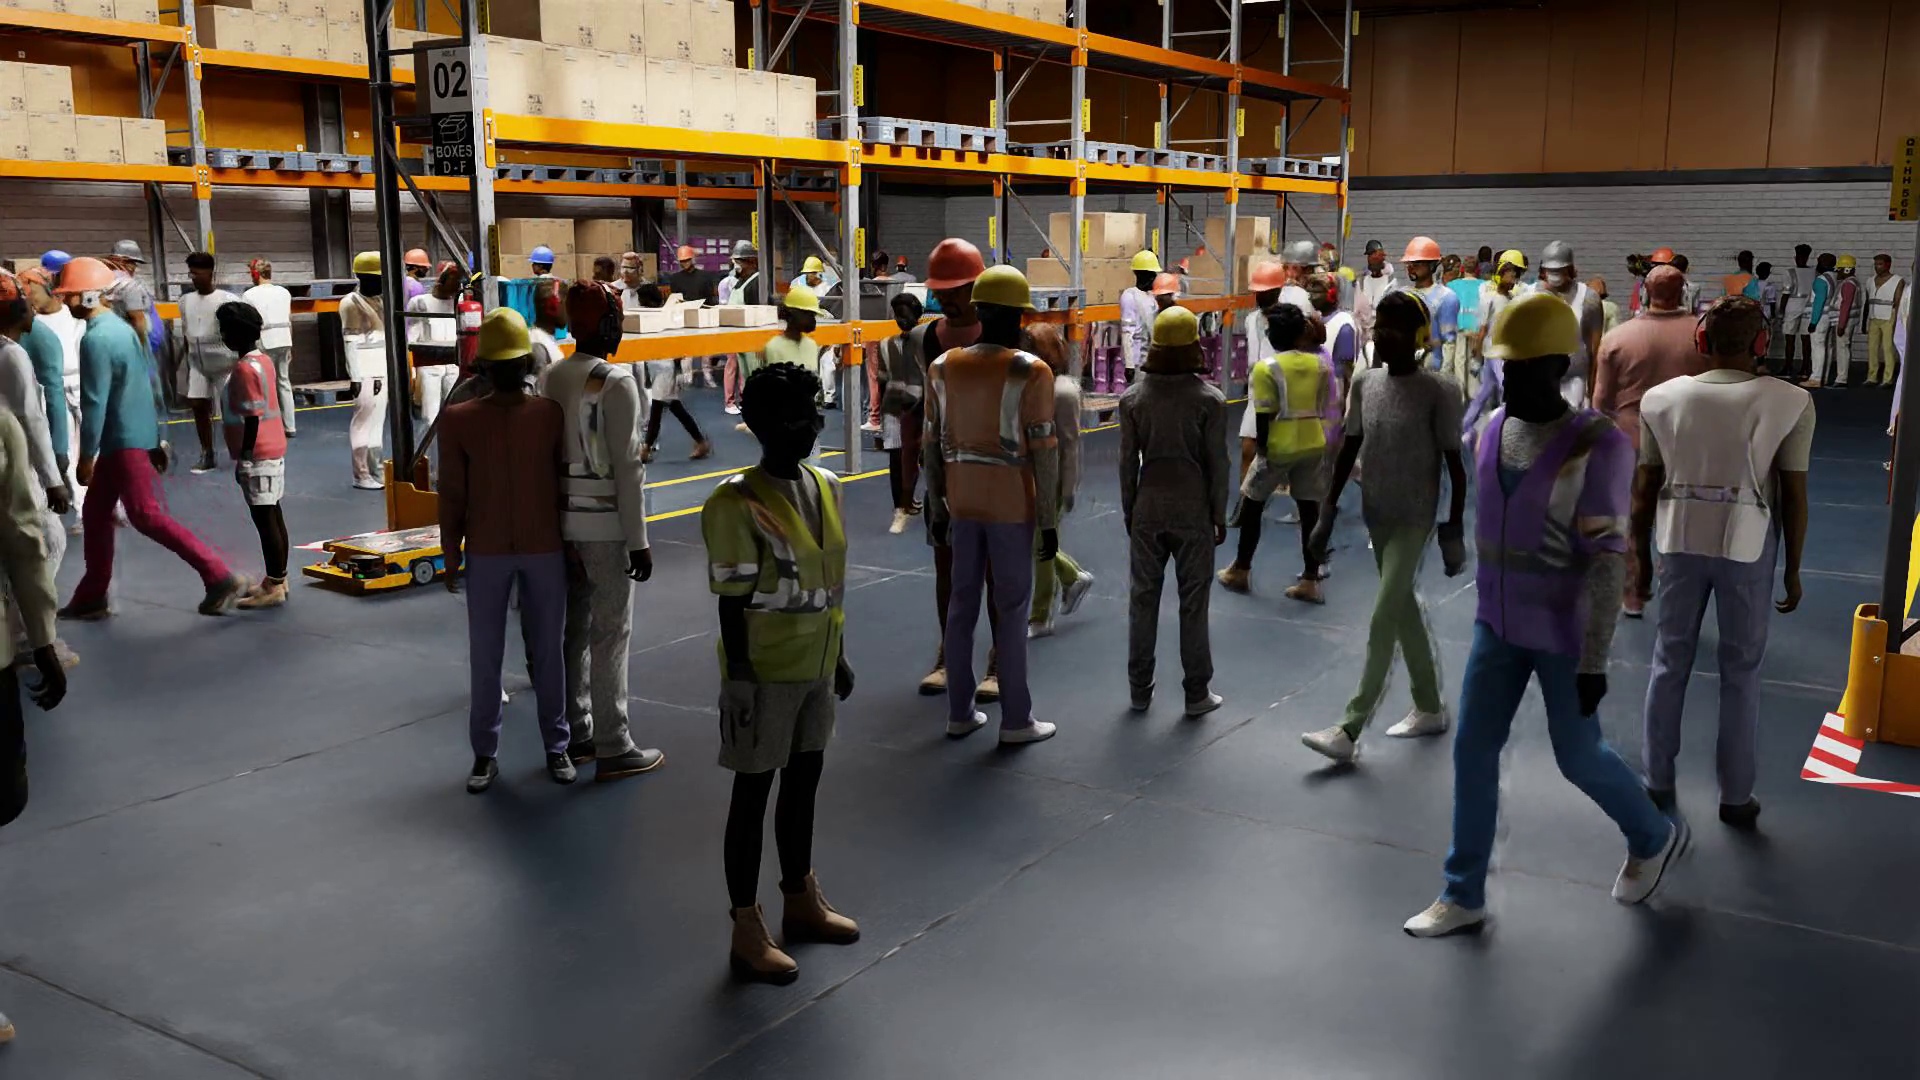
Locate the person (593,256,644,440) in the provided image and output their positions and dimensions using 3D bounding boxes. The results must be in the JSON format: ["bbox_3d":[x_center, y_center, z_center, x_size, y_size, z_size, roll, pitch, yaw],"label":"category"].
[{"bbox_3d":[-3.445,-1.854,16.427,1.016,1.875,0.600,-9,14,-40],"label":"person"}]

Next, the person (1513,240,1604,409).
[{"bbox_3d":[4.552,-1.298,12.825,0.699,2.000,0.539,5,12,27],"label":"person"}]

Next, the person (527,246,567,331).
[{"bbox_3d":[-4.498,-2.217,18.162,0.382,1.951,0.604,3,11,15],"label":"person"}]

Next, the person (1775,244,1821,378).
[{"bbox_3d":[12.304,-3.352,24.410,0.603,1.966,0.367,-1,10,-4],"label":"person"}]

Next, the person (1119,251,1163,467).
[{"bbox_3d":[1.640,-1.630,14.976,0.374,1.925,0.595,6,12,28],"label":"person"}]

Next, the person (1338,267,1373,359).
[{"bbox_3d":[4.257,-2.096,18.108,0.551,1.726,0.545,-6,12,-32],"label":"person"}]

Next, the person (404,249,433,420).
[{"bbox_3d":[-6.140,-2.320,18.831,0.388,1.921,0.557,-7,13,-35],"label":"person"}]

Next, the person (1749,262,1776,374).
[{"bbox_3d":[12.124,-3.367,25.240,0.318,1.695,0.540,-6,12,-31],"label":"person"}]

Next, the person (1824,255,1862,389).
[{"bbox_3d":[12.050,-2.968,22.683,0.403,1.824,0.594,6,12,30],"label":"person"}]

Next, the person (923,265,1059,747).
[{"bbox_3d":[0.141,-0.135,6.700,0.593,1.922,0.384,6,12,32],"label":"person"}]

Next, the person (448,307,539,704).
[{"bbox_3d":[-1.967,-0.148,7.299,0.485,1.737,0.321,-8,13,-36],"label":"person"}]

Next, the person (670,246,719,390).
[{"bbox_3d":[-3.613,-3.024,22.665,0.633,1.957,0.746,0,10,2],"label":"person"}]

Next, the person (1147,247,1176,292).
[{"bbox_3d":[2.899,-3.381,24.695,0.601,1.909,0.949,2,10,10],"label":"person"}]

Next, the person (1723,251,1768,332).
[{"bbox_3d":[10.142,-2.782,21.495,0.548,1.887,0.645,0,10,-2],"label":"person"}]

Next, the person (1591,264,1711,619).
[{"bbox_3d":[3.703,-0.510,8.855,0.674,1.891,0.425,3,11,18],"label":"person"}]

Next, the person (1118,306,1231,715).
[{"bbox_3d":[0.916,-0.121,7.121,0.487,1.746,0.290,4,11,23],"label":"person"}]

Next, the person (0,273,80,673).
[{"bbox_3d":[-4.379,-0.302,7.785,0.437,1.871,0.632,-8,13,-38],"label":"person"}]

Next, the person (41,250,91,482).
[{"bbox_3d":[-7.367,-1.420,13.781,0.604,1.939,0.401,5,11,24],"label":"person"}]

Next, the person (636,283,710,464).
[{"bbox_3d":[-2.679,-1.521,15.179,0.883,1.634,0.583,-7,12,-33],"label":"person"}]

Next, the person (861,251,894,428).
[{"bbox_3d":[-0.823,-2.116,17.737,0.598,1.908,0.410,-10,14,-44],"label":"person"}]

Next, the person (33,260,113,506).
[{"bbox_3d":[-6.651,-1.164,12.514,0.693,1.882,0.552,1,10,4],"label":"person"}]

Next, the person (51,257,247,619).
[{"bbox_3d":[-4.387,-0.530,8.866,0.996,1.948,0.610,-3,11,-15],"label":"person"}]

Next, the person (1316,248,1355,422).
[{"bbox_3d":[3.941,-2.131,17.735,0.354,1.931,0.635,-4,11,-20],"label":"person"}]

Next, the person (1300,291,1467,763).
[{"bbox_3d":[1.651,-0.050,6.517,0.966,1.823,0.510,-6,12,-32],"label":"person"}]

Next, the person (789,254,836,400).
[{"bbox_3d":[-1.829,-2.680,21.037,0.625,1.844,0.429,0,10,2],"label":"person"}]

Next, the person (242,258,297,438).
[{"bbox_3d":[-6.975,-1.920,16.842,0.400,1.837,0.563,5,11,24],"label":"person"}]

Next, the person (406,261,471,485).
[{"bbox_3d":[-4.283,-1.363,13.772,0.632,1.856,0.463,-8,13,-38],"label":"person"}]

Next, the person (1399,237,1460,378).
[{"bbox_3d":[3.474,-1.266,12.633,0.378,2.045,0.605,-7,12,-32],"label":"person"}]

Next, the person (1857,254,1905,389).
[{"bbox_3d":[12.625,-2.984,22.761,0.401,1.831,0.567,-4,11,-20],"label":"person"}]

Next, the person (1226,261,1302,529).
[{"bbox_3d":[2.281,-1.023,11.823,0.984,1.914,0.564,-8,13,-39],"label":"person"}]

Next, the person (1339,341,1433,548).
[{"bbox_3d":[2.860,-0.766,11.117,0.557,1.620,0.624,9,14,41],"label":"person"}]

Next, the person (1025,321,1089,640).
[{"bbox_3d":[0.455,-0.310,8.494,0.497,1.614,0.504,-7,12,-34],"label":"person"}]

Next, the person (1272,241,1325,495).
[{"bbox_3d":[2.654,-1.375,13.247,0.545,2.000,0.685,0,10,1],"label":"person"}]

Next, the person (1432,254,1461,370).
[{"bbox_3d":[7.616,-3.519,25.781,0.650,1.808,0.813,4,11,23],"label":"person"}]

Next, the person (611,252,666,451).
[{"bbox_3d":[-3.119,-1.790,15.929,0.642,1.905,0.399,-2,10,-11],"label":"person"}]

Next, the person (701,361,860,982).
[{"bbox_3d":[-0.487,0.352,4.638,0.318,1.697,0.533,6,12,31],"label":"person"}]

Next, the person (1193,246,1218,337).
[{"bbox_3d":[3.693,-3.510,25.372,0.549,1.935,0.360,-4,11,-20],"label":"person"}]

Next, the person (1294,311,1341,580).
[{"bbox_3d":[2.127,-0.574,10.020,0.327,1.609,0.617,5,11,24],"label":"person"}]
